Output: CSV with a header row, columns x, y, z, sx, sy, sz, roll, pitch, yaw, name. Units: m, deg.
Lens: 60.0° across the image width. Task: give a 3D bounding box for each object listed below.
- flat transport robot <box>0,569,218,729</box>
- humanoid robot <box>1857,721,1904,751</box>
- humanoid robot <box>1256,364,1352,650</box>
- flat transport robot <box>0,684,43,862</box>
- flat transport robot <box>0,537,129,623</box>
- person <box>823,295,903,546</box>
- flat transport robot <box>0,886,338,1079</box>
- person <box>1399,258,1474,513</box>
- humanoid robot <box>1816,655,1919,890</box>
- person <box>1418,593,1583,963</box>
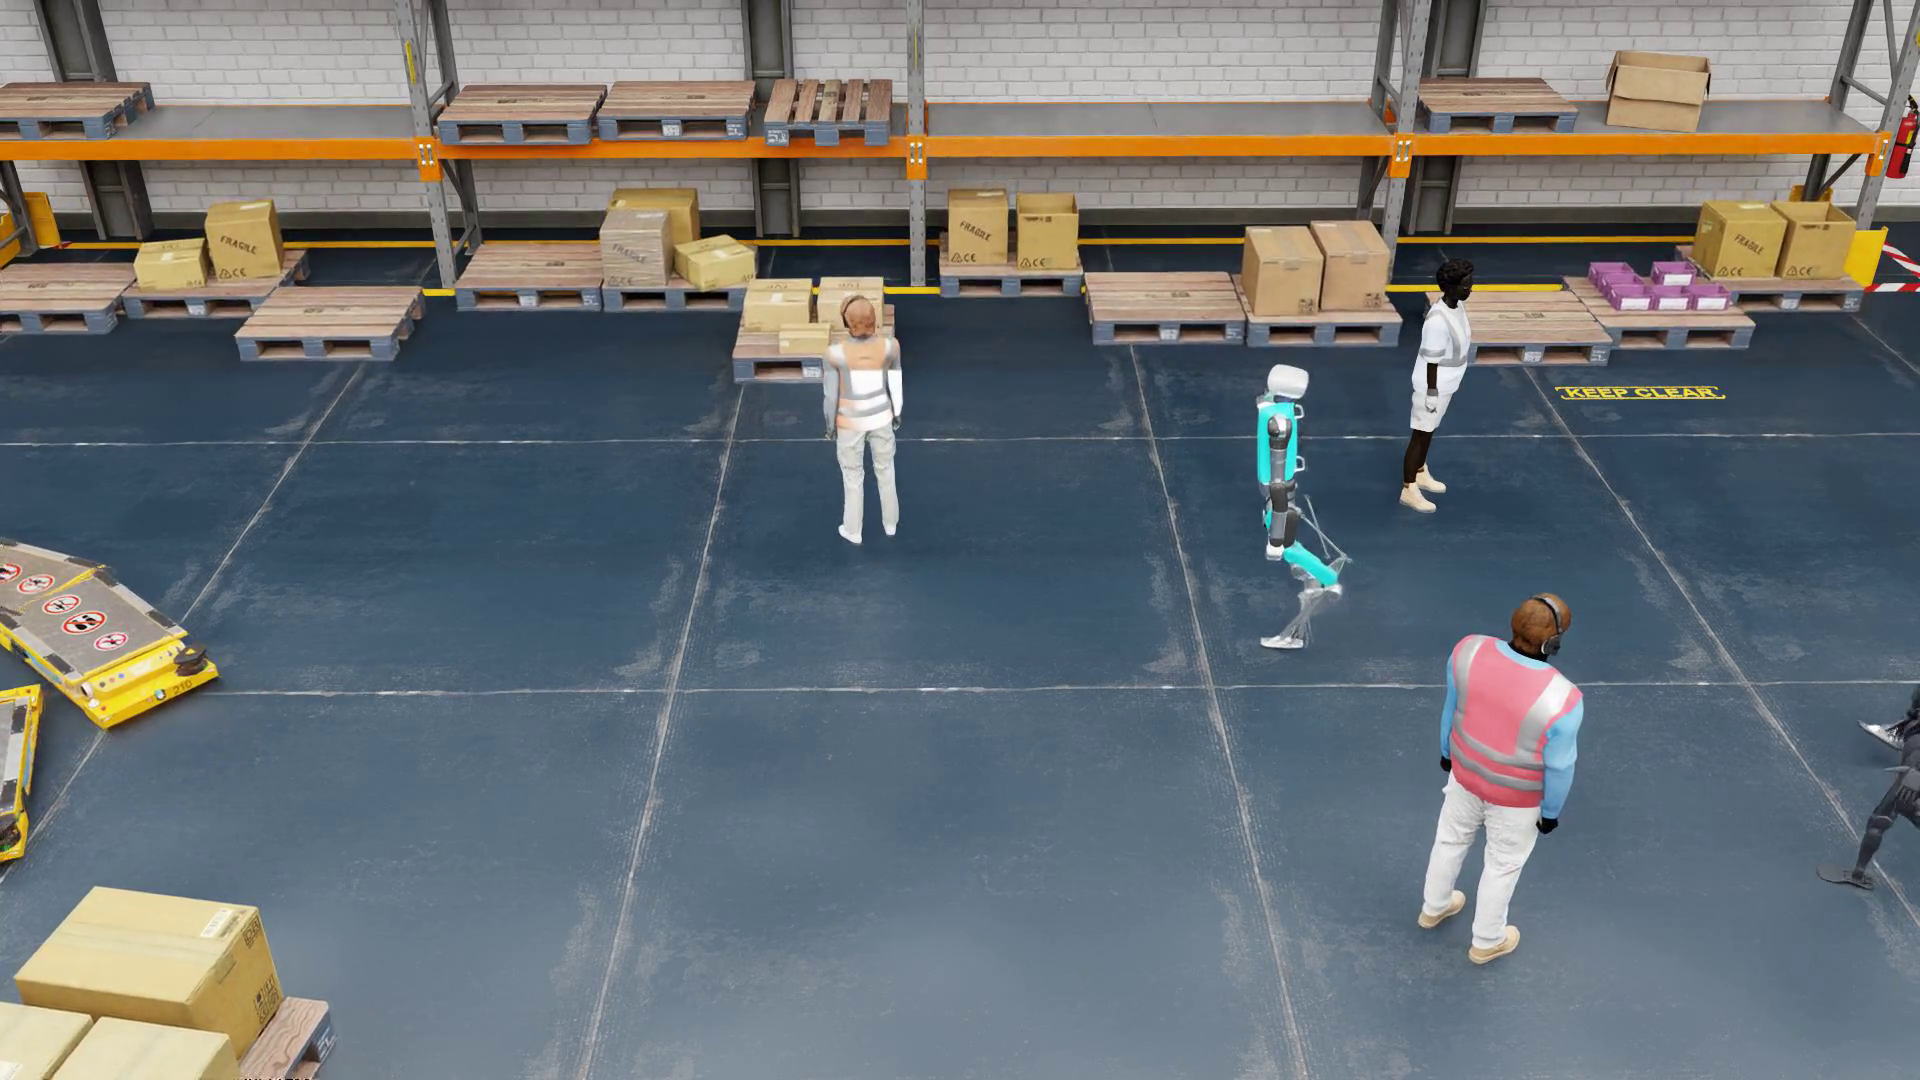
x,y,z,sx,sy,sz,roll,pitch,yaw,name
-4.895,0.584,9.439,1.431,0.231,0.659,24,38,34,flat transport robot
5.159,0.504,8.152,1.017,1.733,0.543,12,33,20,humanoid robot
1.922,-0.061,9.193,0.708,1.901,0.540,3,31,5,humanoid robot
-5.076,1.188,8.433,0.659,0.231,1.431,-12,33,-19,flat transport robot
-5.771,0.284,9.938,1.431,0.231,0.659,12,33,19,flat transport robot
-0.595,-0.732,10.299,0.521,1.636,0.308,-12,33,-19,person
-3.104,2.400,6.415,1.431,0.231,0.659,5,31,8,flat transport robot
3.076,-1.007,10.700,0.318,1.696,0.534,15,34,24,person
4.450,0.924,7.529,0.665,1.636,0.600,12,33,19,humanoid robot
2.344,1.022,7.199,0.431,1.836,0.629,-24,38,-34,person
